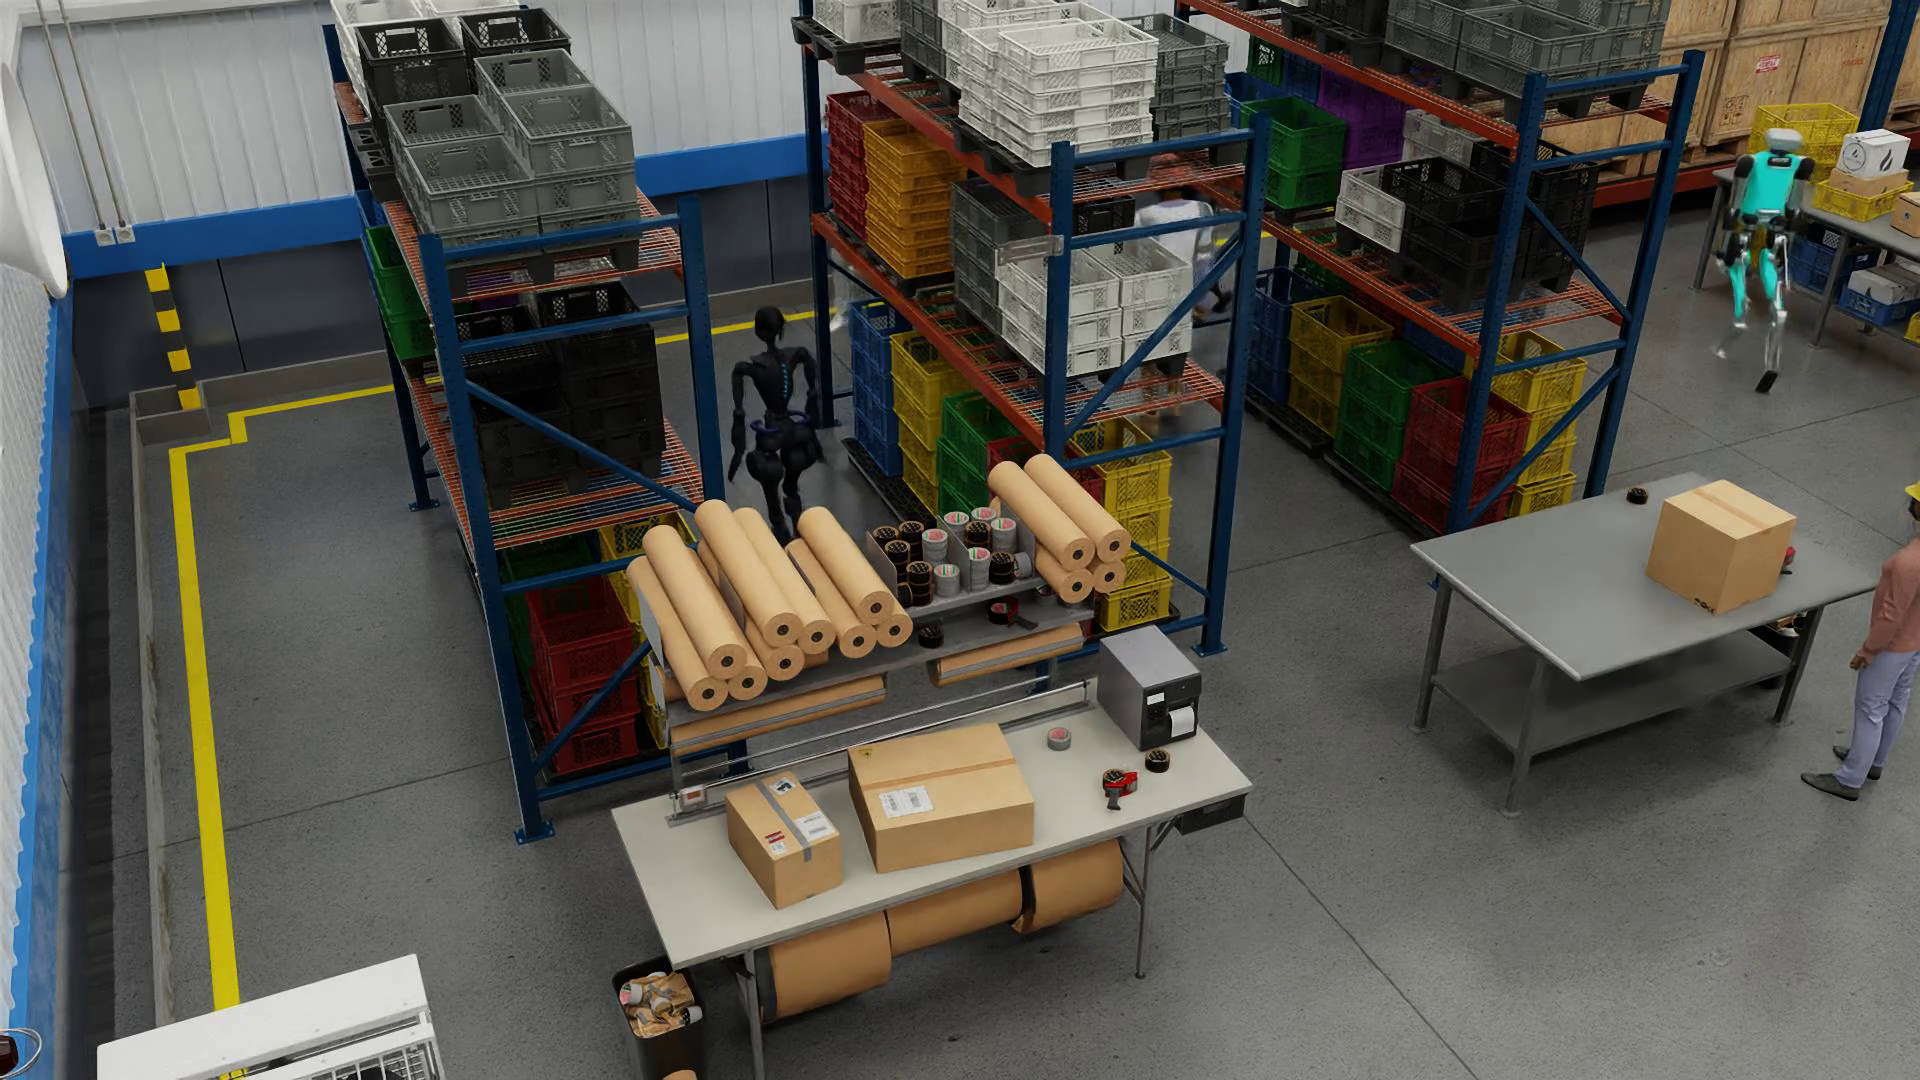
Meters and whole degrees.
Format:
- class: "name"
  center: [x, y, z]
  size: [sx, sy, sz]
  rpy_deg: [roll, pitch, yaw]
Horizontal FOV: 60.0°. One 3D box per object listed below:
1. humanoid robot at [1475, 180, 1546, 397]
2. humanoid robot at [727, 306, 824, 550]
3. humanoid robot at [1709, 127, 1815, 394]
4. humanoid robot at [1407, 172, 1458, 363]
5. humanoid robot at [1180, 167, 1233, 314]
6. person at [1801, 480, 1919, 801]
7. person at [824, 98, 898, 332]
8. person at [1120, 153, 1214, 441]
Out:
- class: "humanoid robot"
  center: [3.725, -1.647, 11.304]
  size: [0.585, 1.658, 0.325]
  rpy_deg: [-10, 33, -16]
- class: "humanoid robot"
  center: [-1.054, -0.550, 9.528]
  size: [0.591, 1.643, 0.483]
  rpy_deg: [-20, 37, -29]
- class: "humanoid robot"
  center: [5.699, -1.918, 11.704]
  size: [0.547, 1.762, 0.967]
  rpy_deg: [1, 32, 2]
- class: "humanoid robot"
  center: [3.393, -1.952, 11.797]
  size: [0.591, 1.651, 0.330]
  rpy_deg: [-25, 39, -34]
- class: "humanoid robot"
  center: [1.795, -2.425, 12.630]
  size: [0.775, 1.652, 0.601]
  rpy_deg: [-20, 37, -29]
- class: "person"
  center: [4.386, 0.446, 7.817]
  size: [0.521, 1.768, 0.309]
  rpy_deg: [-22, 38, -31]
- class: "person"
  center: [-0.753, -2.461, 12.476]
  size: [0.667, 1.836, 0.572]
  rpy_deg: [-22, 38, -32]
- class: "person"
  center: [1.297, -1.609, 10.904]
  size: [0.616, 2.026, 0.448]
  rpy_deg: [-12, 34, -19]
